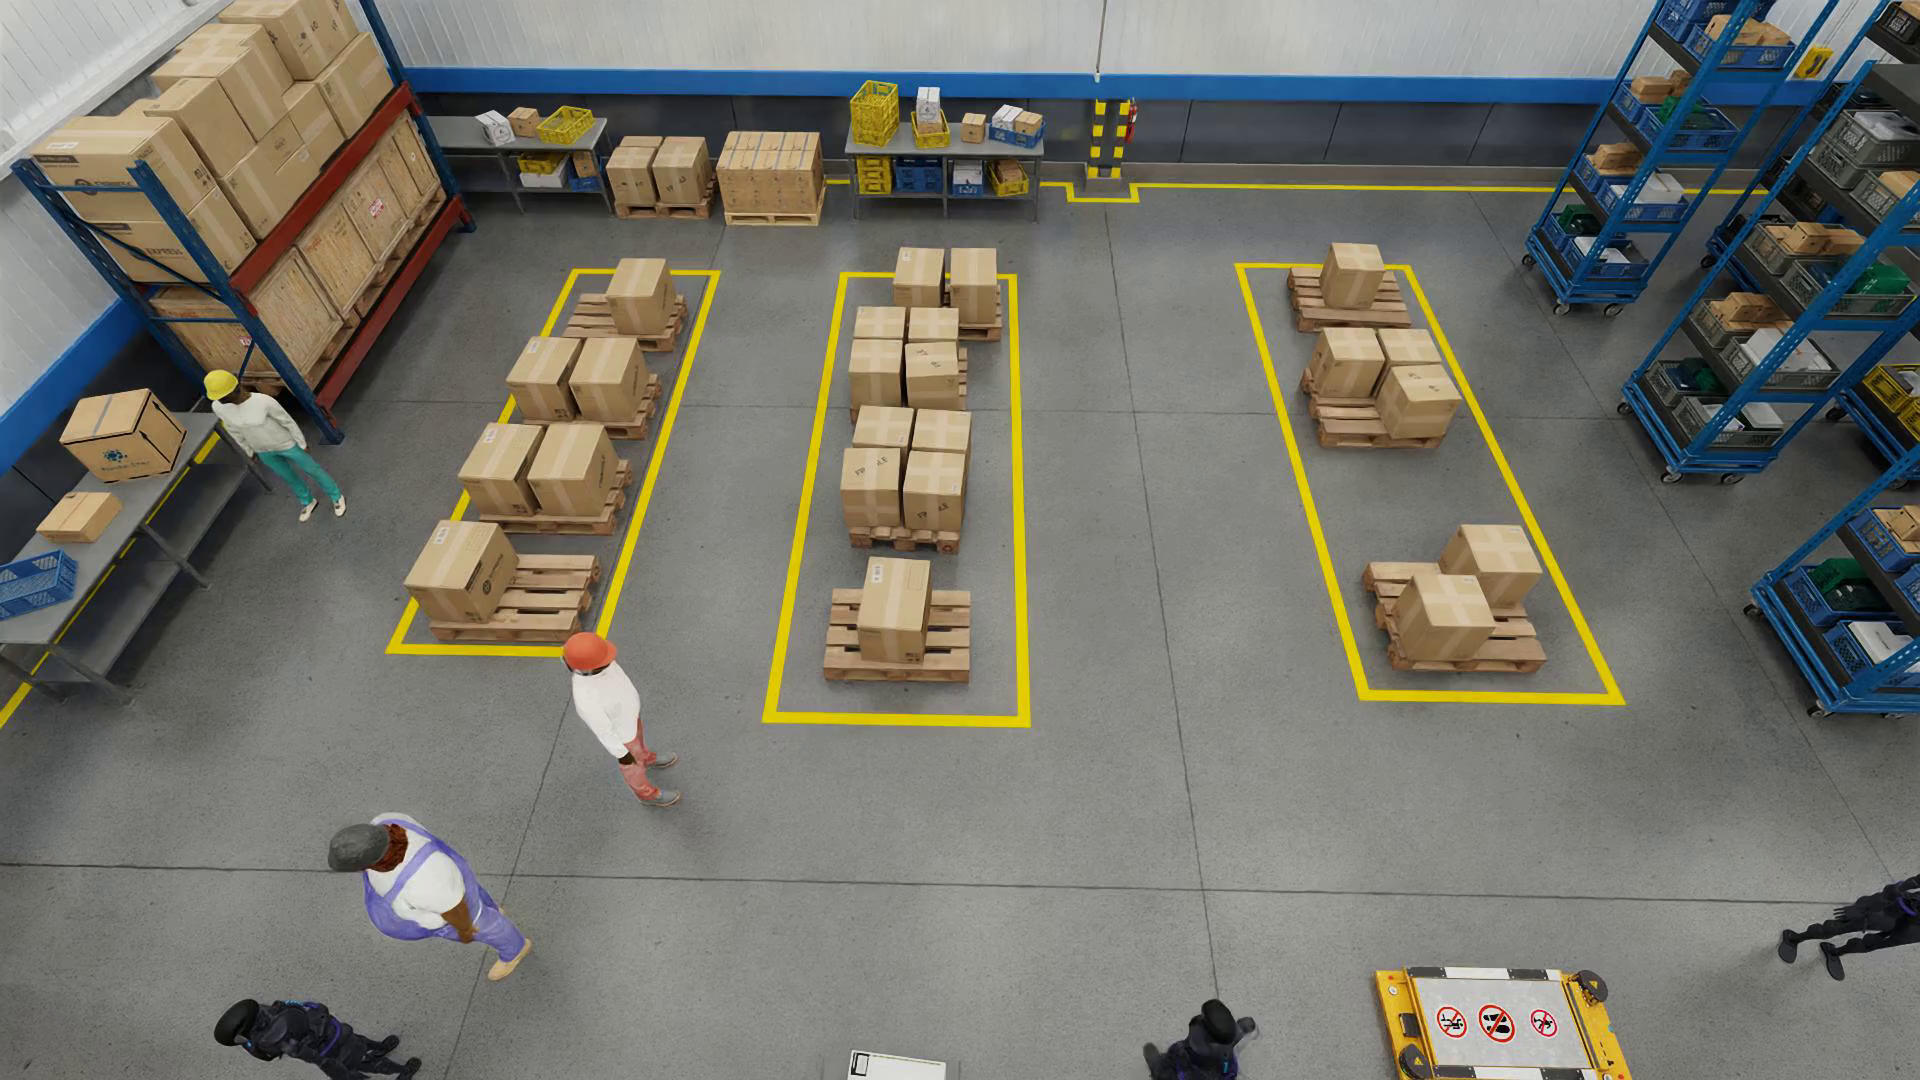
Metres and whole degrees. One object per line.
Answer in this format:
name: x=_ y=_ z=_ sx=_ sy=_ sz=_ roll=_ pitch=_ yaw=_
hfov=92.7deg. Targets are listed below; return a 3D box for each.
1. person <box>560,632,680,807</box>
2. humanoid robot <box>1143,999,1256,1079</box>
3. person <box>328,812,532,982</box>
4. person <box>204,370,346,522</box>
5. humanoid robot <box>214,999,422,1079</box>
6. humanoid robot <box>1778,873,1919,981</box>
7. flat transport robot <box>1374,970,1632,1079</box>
person: x=-2.342 y=1.238 z=6.364 sx=0.393 sy=1.992 sz=0.620 roll=-10 pitch=52 yaw=-8
humanoid robot: x=1.375 y=2.989 z=5.150 sx=0.568 sy=1.640 sz=0.575 roll=-9 pitch=51 yaw=-7
person: x=-3.207 y=2.188 z=5.560 sx=0.678 sy=2.000 sz=0.537 roll=37 pitch=60 yaw=26
person: x=-6.121 y=-0.831 z=8.197 sx=0.526 sy=1.765 sz=0.325 roll=-8 pitch=51 yaw=-6
humanoid robot: x=-3.657 y=2.887 z=5.221 sx=0.581 sy=1.655 sz=0.340 roll=23 pitch=55 yaw=18
humanoid robot: x=5.851 y=2.353 z=5.649 sx=0.584 sy=1.660 sz=0.330 roll=19 pitch=53 yaw=15
flat transport robot: x=3.501 y=3.133 z=5.914 sx=1.431 sy=0.197 sz=0.652 roll=1 pitch=51 yaw=1
